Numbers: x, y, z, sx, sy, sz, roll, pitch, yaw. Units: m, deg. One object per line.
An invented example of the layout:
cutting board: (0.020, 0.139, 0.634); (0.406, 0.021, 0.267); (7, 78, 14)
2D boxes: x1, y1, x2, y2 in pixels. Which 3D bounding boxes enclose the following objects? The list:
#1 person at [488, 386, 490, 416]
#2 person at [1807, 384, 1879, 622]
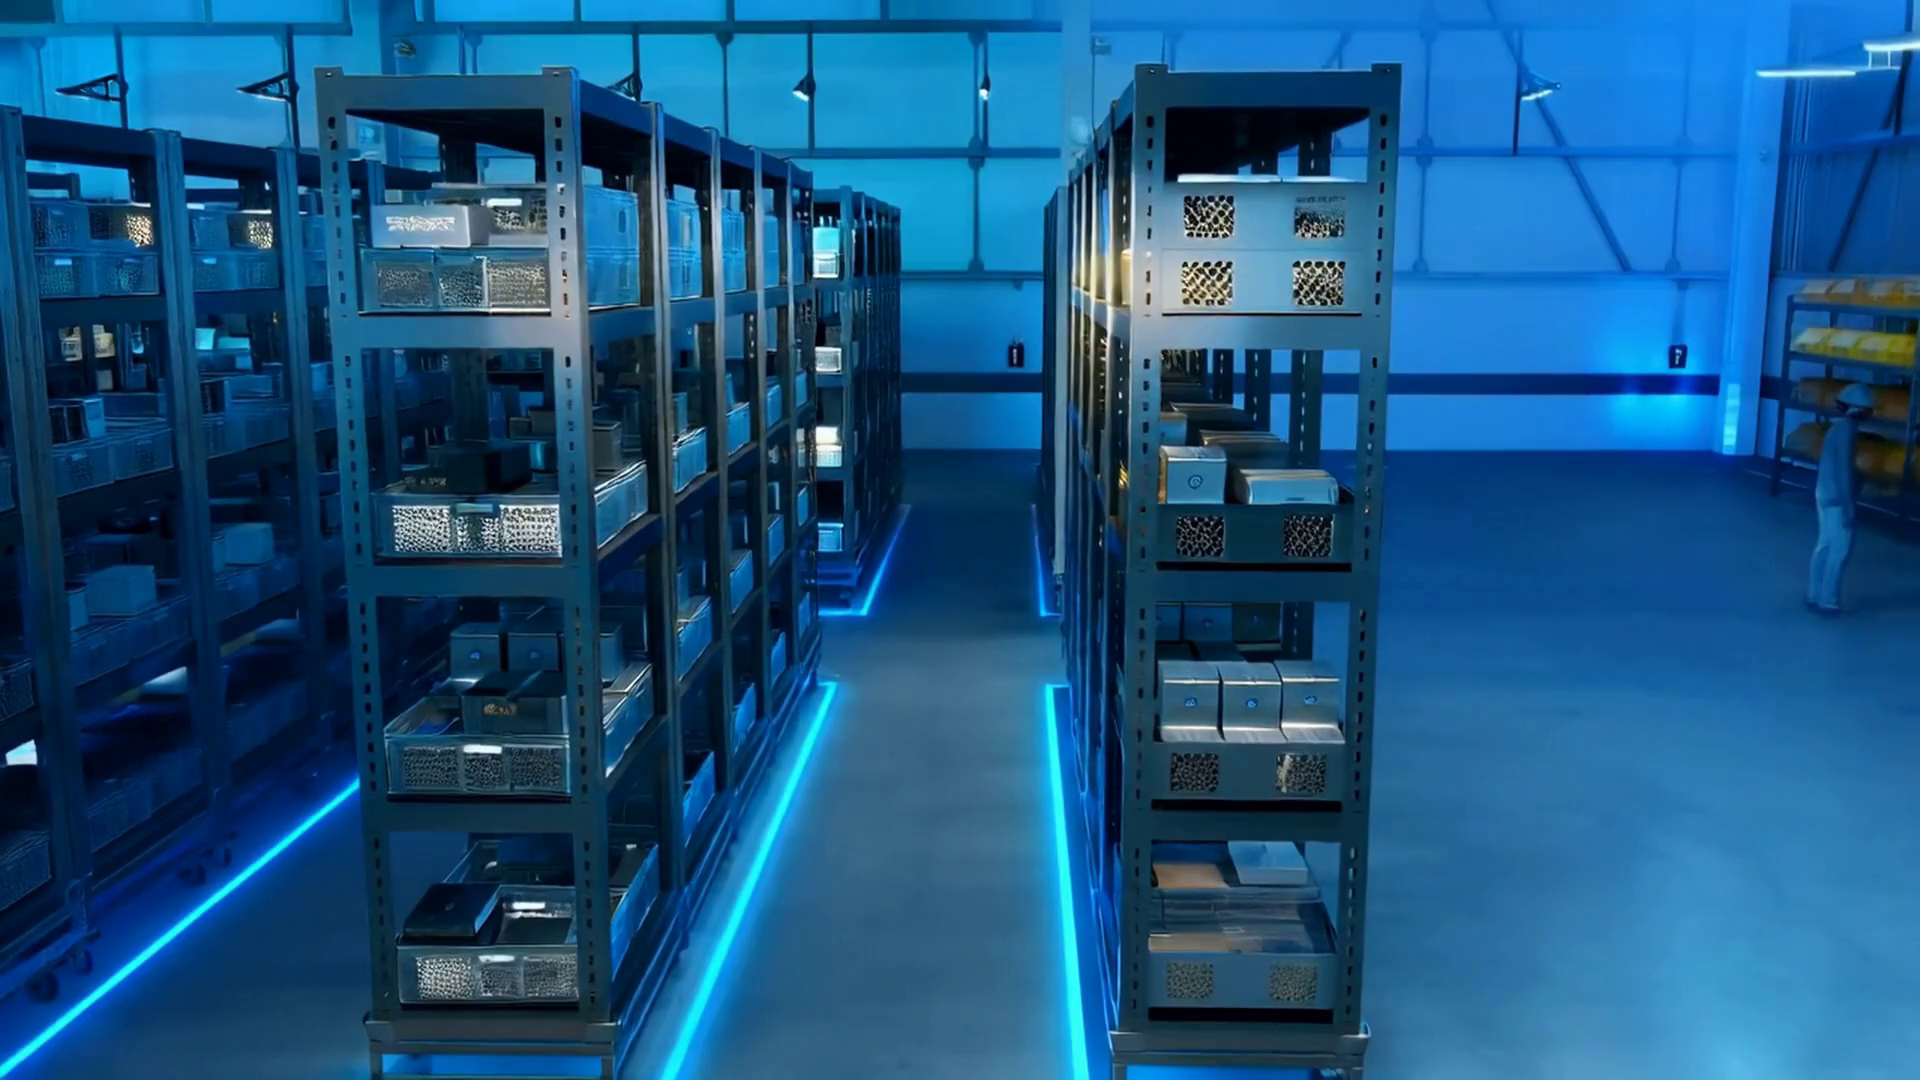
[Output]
person: (-6.563, -1.697, 22.615); (0.812, 1.815, 0.604); (-2, 10, -11)
person: (7.373, -0.313, 13.891); (0.412, 1.985, 0.625); (2, 10, 12)
